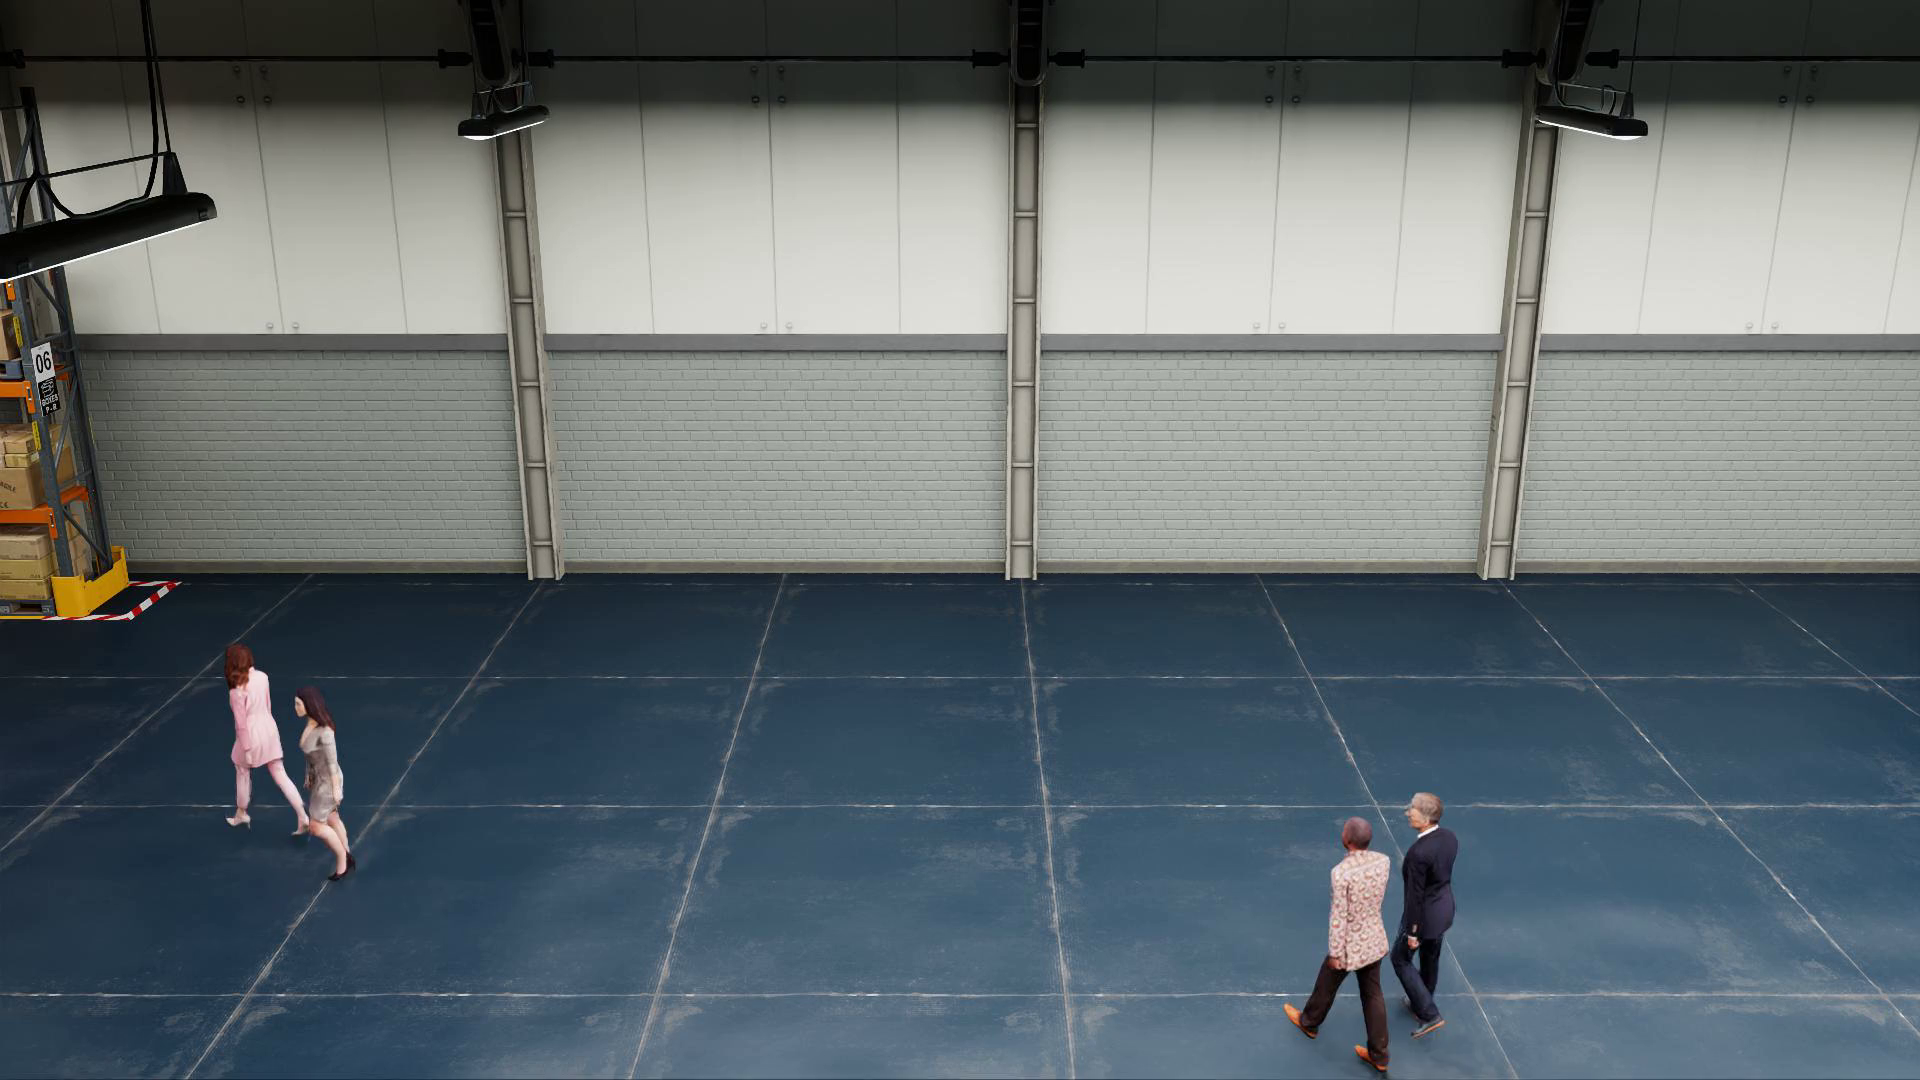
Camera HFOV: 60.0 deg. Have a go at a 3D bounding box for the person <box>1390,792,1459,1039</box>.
[{"bbox_3d":[3.263,2.608,11.502,0.932,1.802,0.974,-12,22,-33],"label":"person"}]

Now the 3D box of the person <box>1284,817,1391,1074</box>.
[{"bbox_3d":[2.706,2.744,11.137,1.153,1.768,1.101,-10,21,-29],"label":"person"}]

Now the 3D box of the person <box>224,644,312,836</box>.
[{"bbox_3d":[-5.907,1.753,14.191,1.208,1.761,0.939,8,20,24],"label":"person"}]

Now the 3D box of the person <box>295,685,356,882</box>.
[{"bbox_3d":[-5.083,1.978,13.547,0.773,1.733,0.729,-14,23,-37],"label":"person"}]
